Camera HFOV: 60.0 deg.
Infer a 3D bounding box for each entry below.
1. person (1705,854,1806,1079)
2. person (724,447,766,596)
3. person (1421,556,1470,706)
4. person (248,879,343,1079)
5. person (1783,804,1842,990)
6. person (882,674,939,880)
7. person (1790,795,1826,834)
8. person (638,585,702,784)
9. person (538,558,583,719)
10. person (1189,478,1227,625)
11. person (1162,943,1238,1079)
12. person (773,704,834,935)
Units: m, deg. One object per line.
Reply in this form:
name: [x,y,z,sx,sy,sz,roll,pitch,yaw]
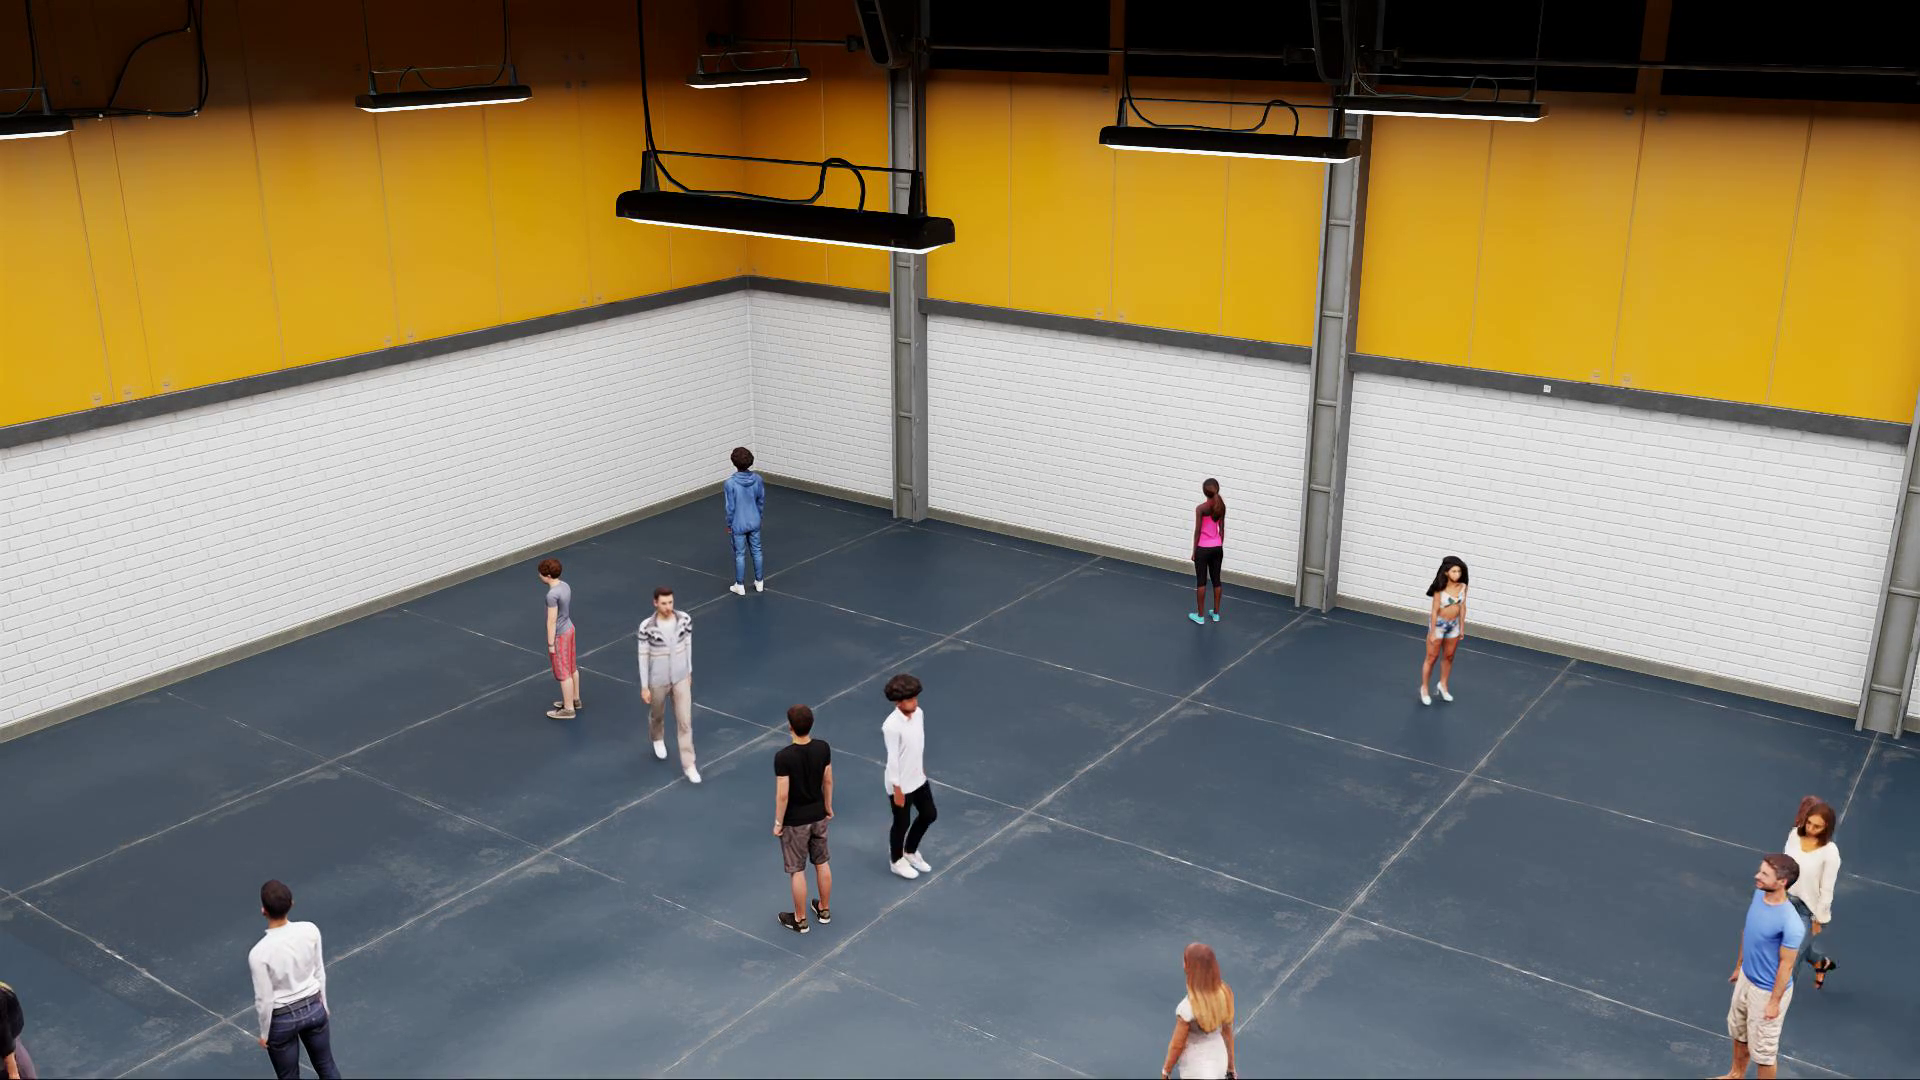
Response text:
person: [5.189,2.853,10.728,0.783,1.863,0.751,-1,19,-3]
person: [-2.584,-0.239,19.990,0.760,1.811,0.735,-10,21,-28]
person: [4.912,0.911,16.879,0.674,1.617,0.721,-7,20,-19]
person: [-4.146,2.968,10.378,0.614,1.869,0.642,16,24,39]
person: [6.046,2.601,11.800,0.979,1.657,0.945,-5,19,-16]
person: [-0.506,1.916,13.613,0.591,1.798,0.638,13,22,33]
person: [6.599,2.477,13.041,0.589,1.099,0.645,-7,20,-20]
person: [-2.756,1.278,15.498,1.105,1.802,1.331,-9,21,-24]
person: [-3.992,0.966,16.670,0.654,1.647,0.643,3,19,9]
person: [2.857,0.113,19.076,0.656,1.726,0.702,-7,20,-19]
person: [1.512,3.235,9.931,0.784,1.648,1.160,-14,23,-36]
person: [-1.208,2.139,12.852,0.751,1.860,0.684,-13,23,-35]
